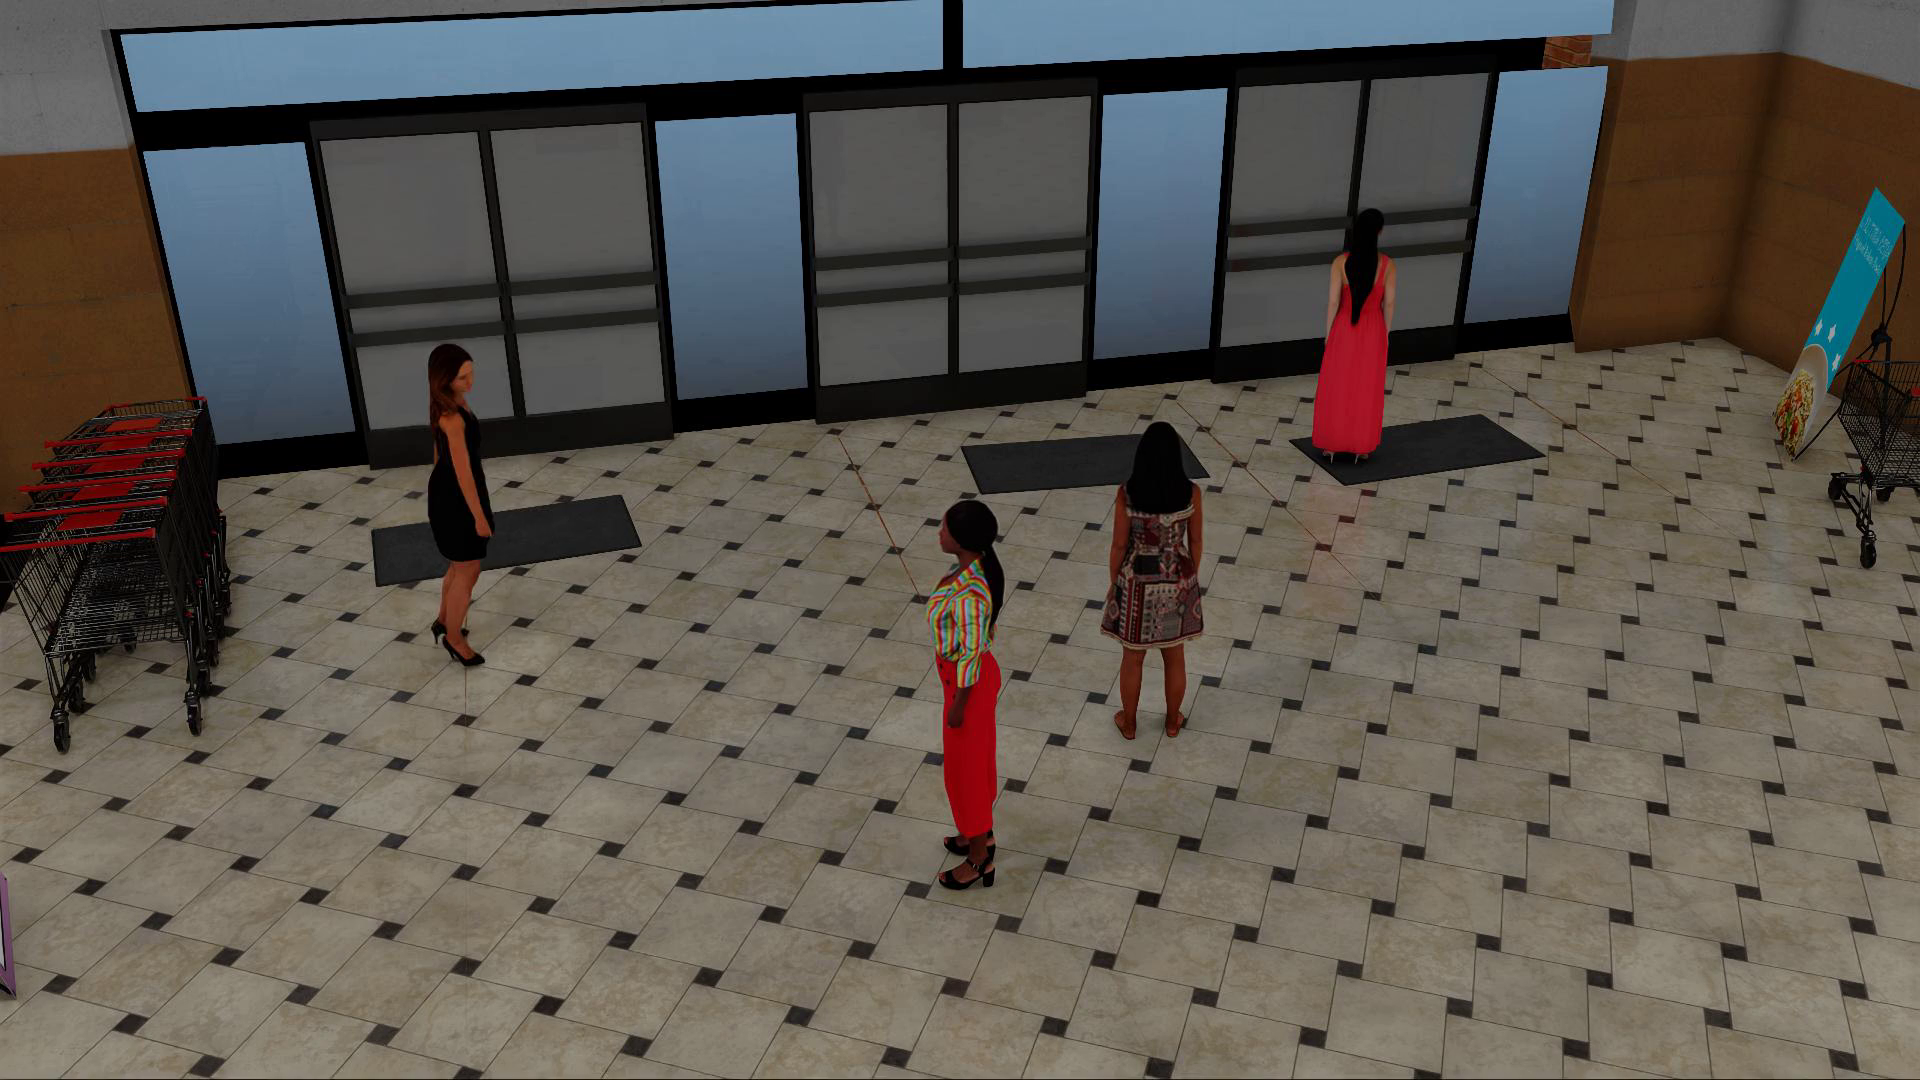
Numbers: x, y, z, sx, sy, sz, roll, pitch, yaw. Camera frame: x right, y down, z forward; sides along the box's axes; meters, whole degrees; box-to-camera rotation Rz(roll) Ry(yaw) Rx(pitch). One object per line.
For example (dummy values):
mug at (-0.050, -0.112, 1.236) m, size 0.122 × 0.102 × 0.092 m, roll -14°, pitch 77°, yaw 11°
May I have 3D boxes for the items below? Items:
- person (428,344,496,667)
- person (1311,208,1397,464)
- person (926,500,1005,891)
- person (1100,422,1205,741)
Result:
person at (-2.577, -0.138, 8.391) m, size 0.745 × 1.799 × 0.566 m, roll -17°, pitch 31°, yaw -29°
person at (2.572, -1.304, 10.768) m, size 0.701 × 1.728 × 0.709 m, roll 5°, pitch 27°, yaw 9°
person at (0.042, 0.646, 6.850) m, size 0.723 × 1.793 × 0.590 m, roll 3°, pitch 27°, yaw 6°
person at (0.919, 0.206, 7.882) m, size 0.702 × 1.645 × 0.623 m, roll 0°, pitch 27°, yaw 0°
